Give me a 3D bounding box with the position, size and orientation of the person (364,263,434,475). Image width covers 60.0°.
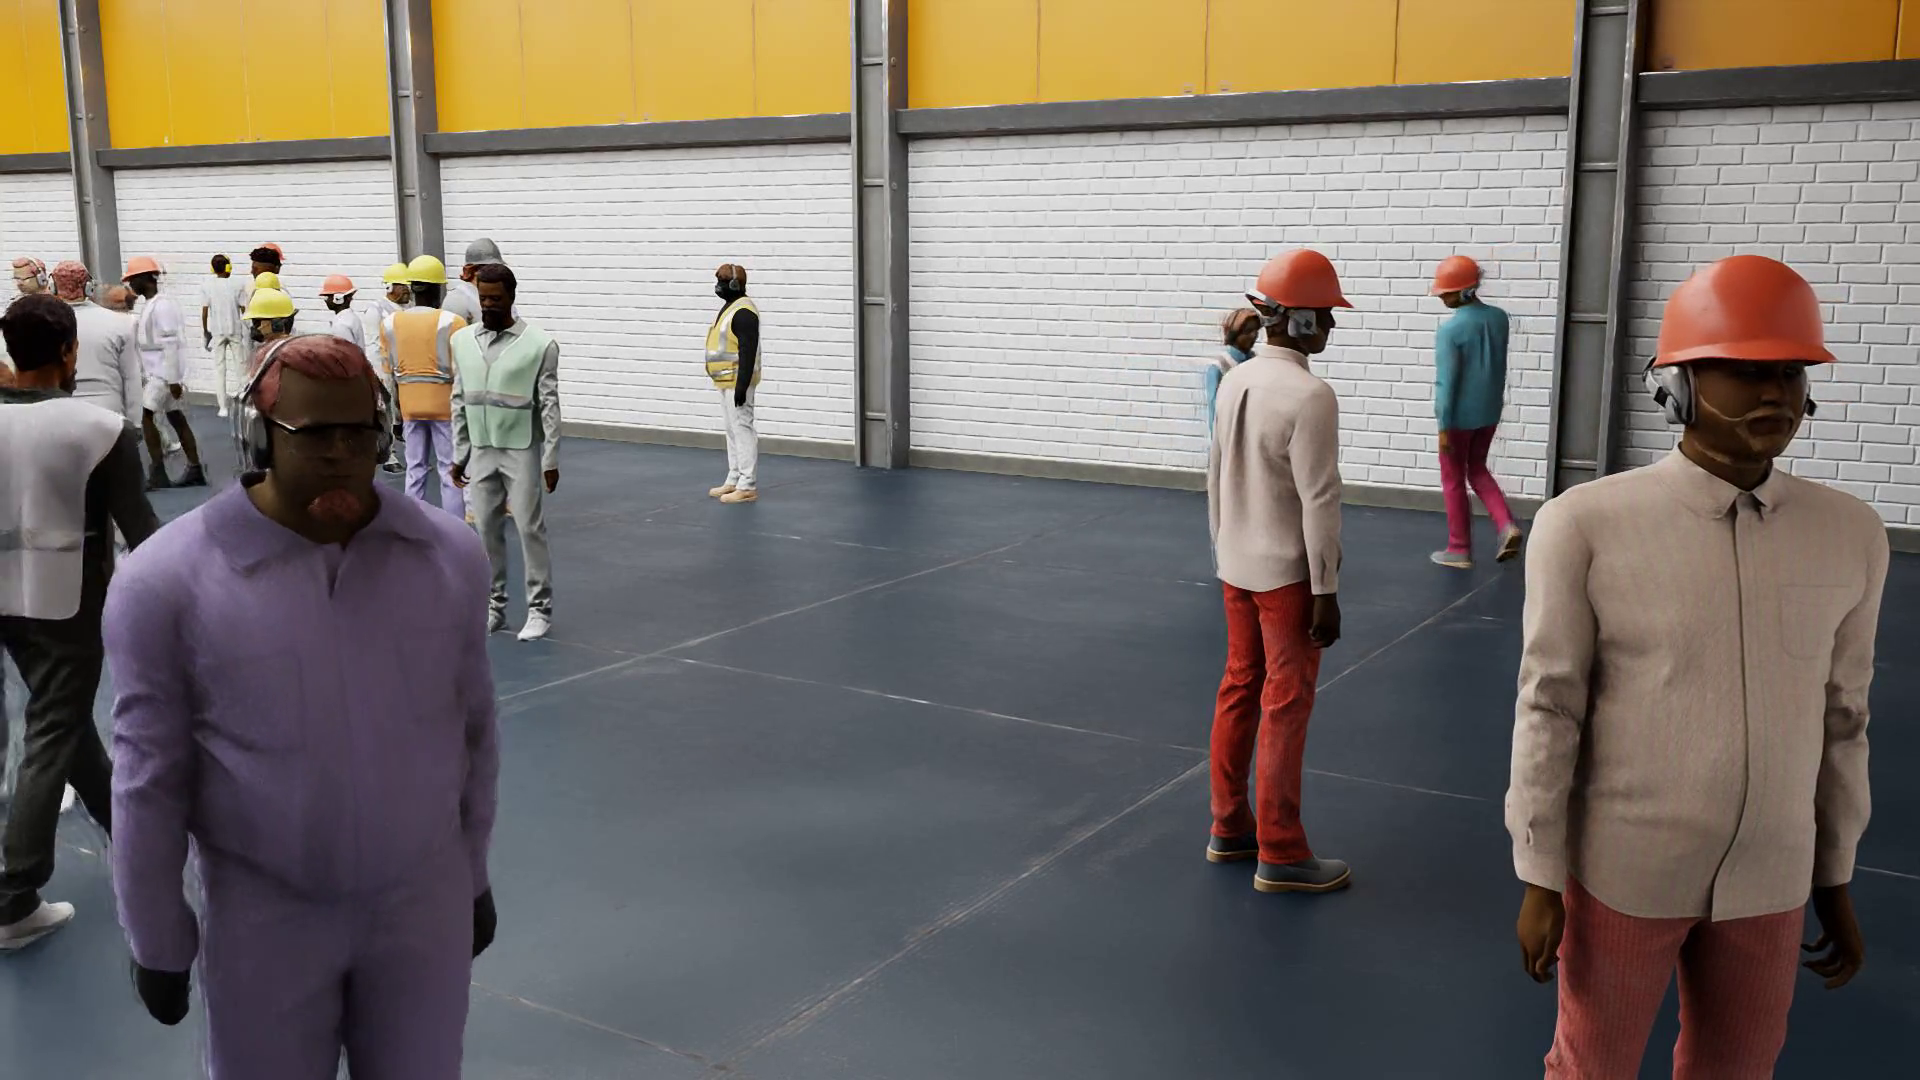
[{"bbox_3d":[-4.847,-1.475,14.407,0.403,1.825,0.594,5,11,27],"label":"person"}]

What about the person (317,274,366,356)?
[{"bbox_3d":[-4.963,-1.262,13.415,0.333,1.749,0.574,-2,11,-13],"label":"person"}]

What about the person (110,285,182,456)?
[{"bbox_3d":[-7.608,-1.531,15.315,0.531,1.600,0.809,3,11,16],"label":"person"}]

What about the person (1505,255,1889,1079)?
[{"bbox_3d":[1.207,0.541,2.754,0.612,1.997,0.376,-1,10,-5],"label":"person"}]

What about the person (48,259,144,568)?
[{"bbox_3d":[-5.205,-0.701,9.885,0.651,1.907,0.409,-6,12,-30],"label":"person"}]

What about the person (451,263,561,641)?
[{"bbox_3d":[-2.296,-0.443,8.463,0.591,1.910,0.390,3,11,16],"label":"person"}]

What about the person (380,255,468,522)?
[{"bbox_3d":[-3.297,-0.802,10.391,0.587,1.927,0.367,1,10,7],"label":"person"}]

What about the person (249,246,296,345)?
[{"bbox_3d":[-6.201,-1.666,15.069,0.374,1.966,0.608,-7,13,-35],"label":"person"}]

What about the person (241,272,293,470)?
[{"bbox_3d":[-6.056,-1.482,14.670,0.485,1.744,0.294,2,10,9],"label":"person"}]

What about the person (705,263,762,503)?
[{"bbox_3d":[-1.756,-1.214,12.909,0.429,1.844,0.625,-4,11,-21],"label":"person"}]

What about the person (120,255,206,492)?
[{"bbox_3d":[-6.539,-1.342,13.465,0.751,1.893,0.557,-7,12,-33],"label":"person"}]

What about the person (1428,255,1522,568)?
[{"bbox_3d":[3.085,-0.751,10.096,0.655,1.939,0.574,-5,11,-26],"label":"person"}]

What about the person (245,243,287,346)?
[{"bbox_3d":[-7.061,-2.048,17.106,0.624,1.992,0.390,7,12,32],"label":"person"}]

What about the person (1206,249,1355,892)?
[{"bbox_3d":[1.012,0.097,5.220,0.393,1.992,0.622,-4,11,-21],"label":"person"}]

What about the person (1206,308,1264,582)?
[{"bbox_3d":[1.649,-0.531,9.705,0.550,1.624,0.405,-7,13,-36],"label":"person"}]

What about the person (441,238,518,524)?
[{"bbox_3d":[-3.349,-1.140,11.946,0.538,2.000,0.681,4,11,20],"label":"person"}]

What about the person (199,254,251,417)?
[{"bbox_3d":[-8.429,-2.344,19.107,0.513,1.866,0.331,-4,11,-19],"label":"person"}]

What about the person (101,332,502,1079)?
[{"bbox_3d":[-1.105,0.579,2.871,0.640,1.882,0.726,-8,13,-36],"label":"person"}]

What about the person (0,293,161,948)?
[{"bbox_3d":[-2.686,0.198,5.025,0.618,1.859,1.009,1,10,6],"label":"person"}]

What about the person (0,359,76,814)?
[{"bbox_3d":[-3.356,0.166,5.834,0.500,1.636,0.281,-1,10,-8],"label":"person"}]

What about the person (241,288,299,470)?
[{"bbox_3d":[-3.632,-0.454,8.910,0.310,1.769,0.525,-7,13,-36],"label":"person"}]
